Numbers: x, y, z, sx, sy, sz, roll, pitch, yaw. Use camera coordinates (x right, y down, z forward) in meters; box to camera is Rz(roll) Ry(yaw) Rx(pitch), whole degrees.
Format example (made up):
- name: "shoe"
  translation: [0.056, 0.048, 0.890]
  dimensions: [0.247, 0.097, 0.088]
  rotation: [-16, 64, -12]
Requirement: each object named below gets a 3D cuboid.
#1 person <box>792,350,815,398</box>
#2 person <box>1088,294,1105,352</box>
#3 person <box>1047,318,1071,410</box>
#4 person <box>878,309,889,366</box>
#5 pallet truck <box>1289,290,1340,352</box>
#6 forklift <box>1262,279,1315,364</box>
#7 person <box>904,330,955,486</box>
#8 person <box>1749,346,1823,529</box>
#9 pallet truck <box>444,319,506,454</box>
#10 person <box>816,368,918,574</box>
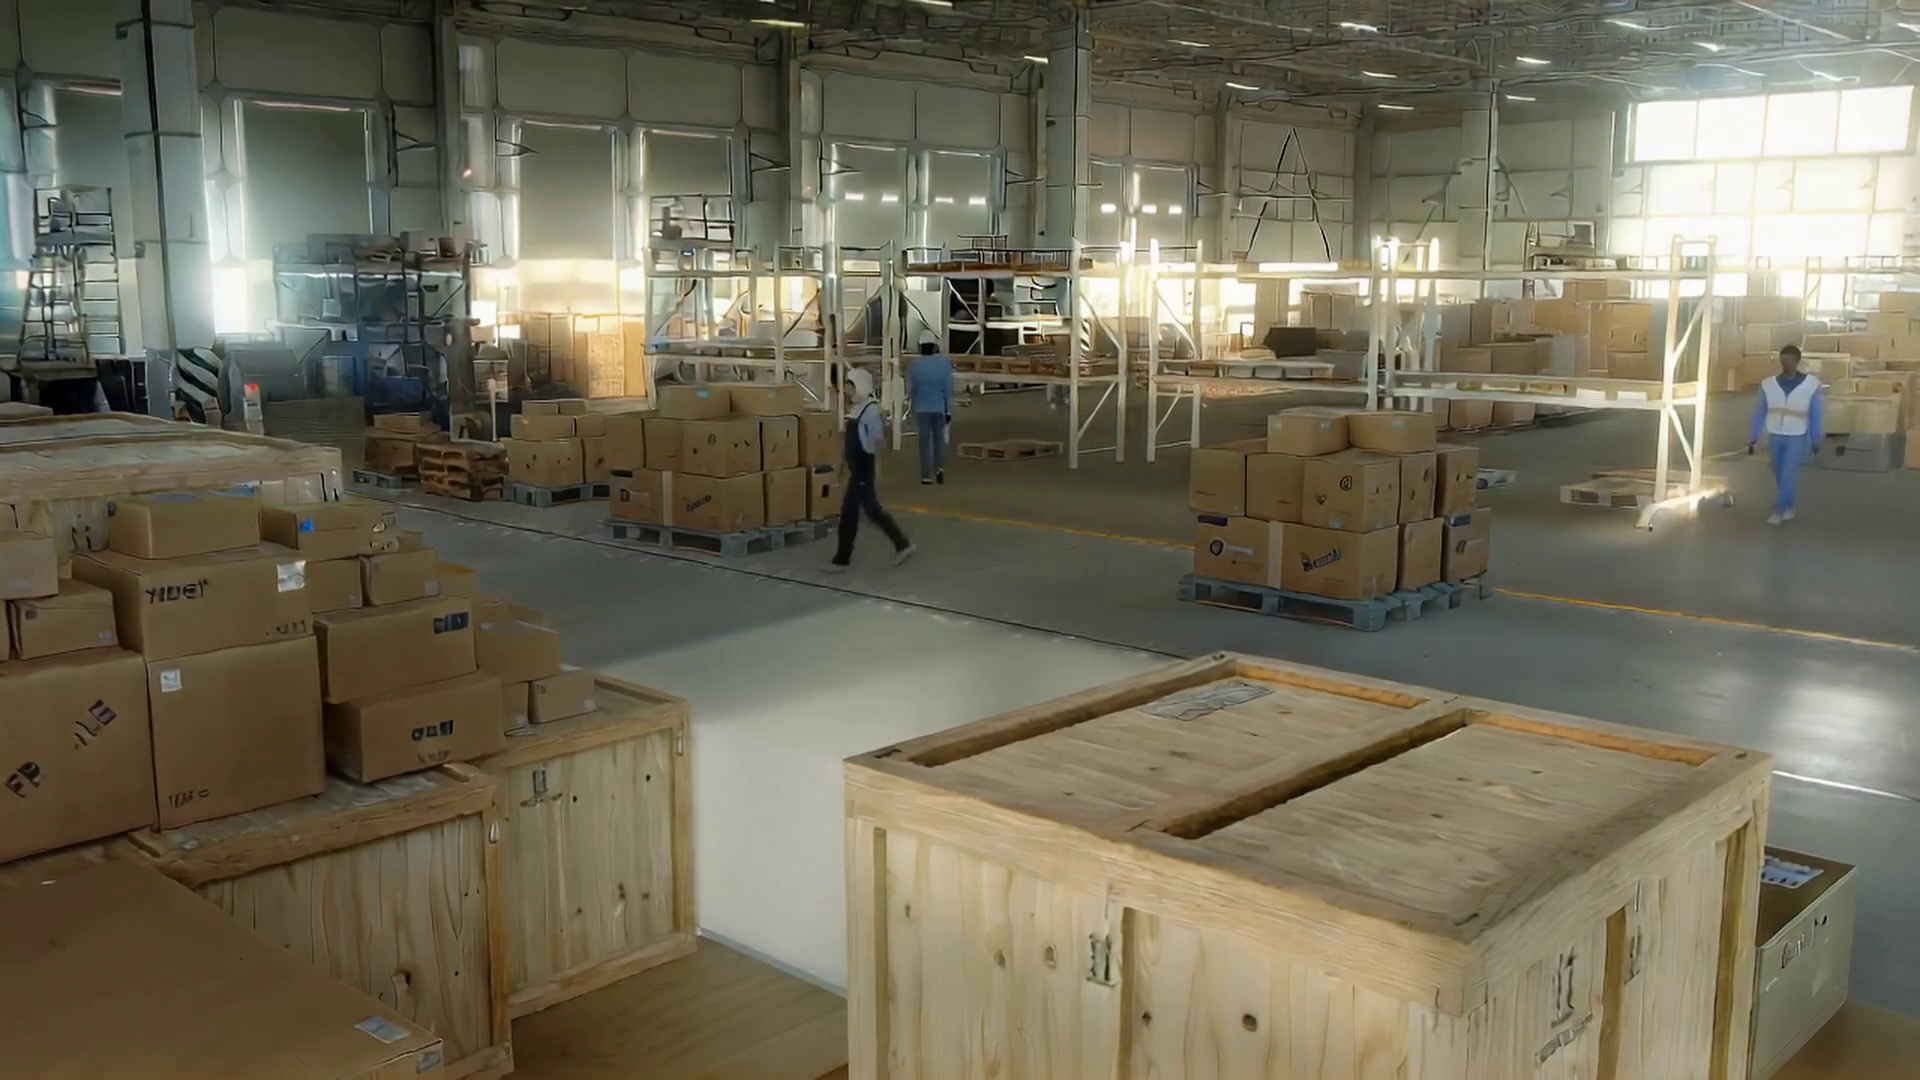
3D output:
- name: "person"
  translation: [-3.224, -3.732, 34.038]
  dimensions: [0.552, 1.687, 0.350]
  rotation: [2, 10, 13]
- name: "person"
  translation: [4.132, -6.550, 50.704]
  dimensions: [0.558, 1.909, 0.740]
  rotation: [1, 9, 3]
- name: "person"
  translation: [1.888, -3.329, 31.457]
  dimensions: [0.486, 1.738, 0.320]
  rotation: [-2, 9, -12]
- name: "person"
  translation: [-2.031, -5.355, 44.206]
  dimensions: [0.323, 1.631, 0.523]
  rotation: [1, 9, 4]
- name: "pallet truck"
  translation: [11.297, -6.951, 52.861]
  dimensions: [1.885, 1.965, 0.823]
  rotation: [-5, 11, -29]
- name: "forklift"
  translation: [8.560, -6.090, 44.881]
  dimensions: [1.873, 2.768, 1.129]
  rotation: [9, 13, 43]
- name: "person"
  translation: [-0.373, -1.613, 20.404]
  dimensions: [0.598, 1.909, 0.479]
  rotation: [-2, 9, -12]
- name: "person"
  translation: [8.551, -1.073, 17.249]
  dimensions: [0.612, 1.869, 1.022]
  rotation: [8, 13, 42]
- name: "pallet truck"
  translation: [-6.981, -1.942, 22.150]
  dimensions: [1.885, 1.965, 0.823]
  rotation: [1, 9, 9]
- name: "person"
  translation: [-0.797, -0.610, 14.593]
  dimensions: [0.924, 1.812, 0.514]
  rotation: [-3, 10, -20]
